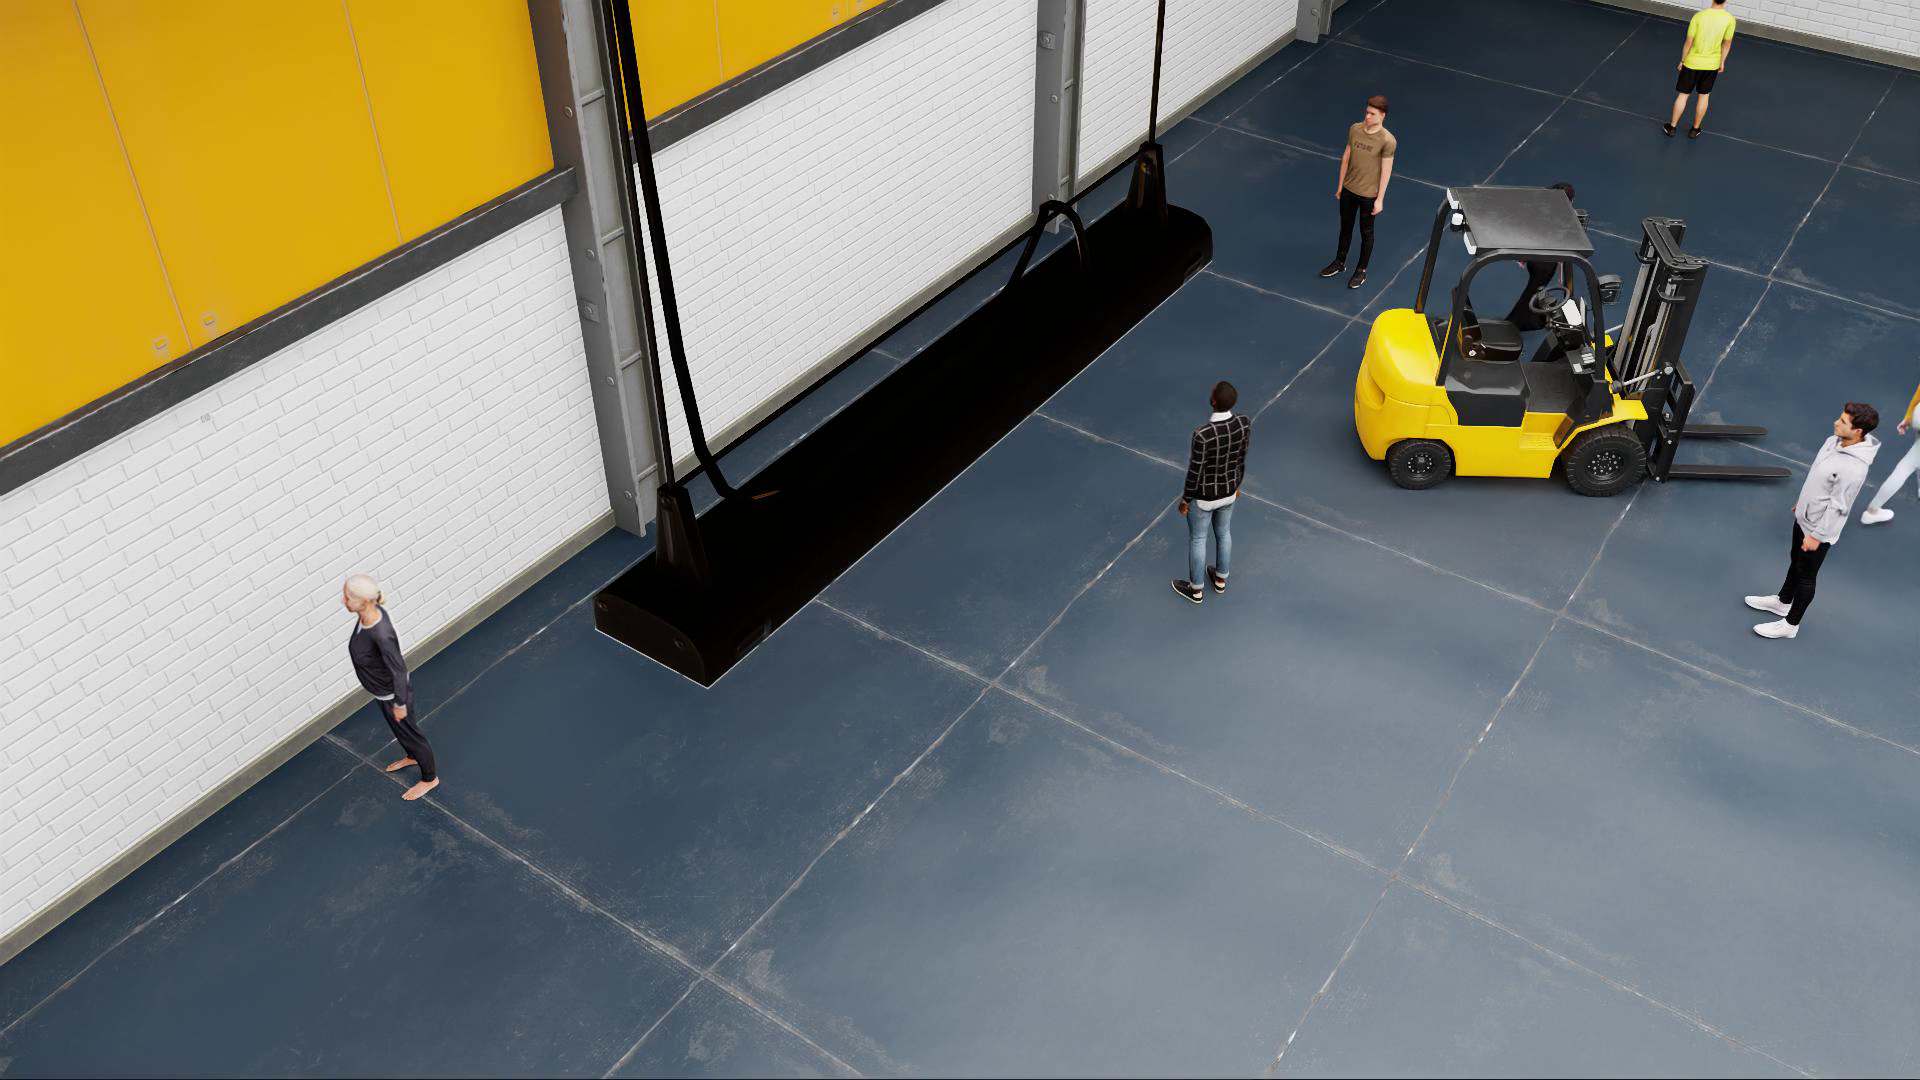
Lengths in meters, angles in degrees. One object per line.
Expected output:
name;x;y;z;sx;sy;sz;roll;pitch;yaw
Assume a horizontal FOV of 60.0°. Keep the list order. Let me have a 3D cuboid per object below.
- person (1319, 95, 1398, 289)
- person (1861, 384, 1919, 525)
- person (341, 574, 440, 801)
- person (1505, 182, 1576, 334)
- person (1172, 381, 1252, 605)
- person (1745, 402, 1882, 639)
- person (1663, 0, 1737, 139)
person;3.753;-3.264;15.495;0.696;1.852;0.621;32;48;33
person;7.245;-0.815;12.543;1.158;1.709;0.998;-12;40;-14
person;-3.567;0.890;10.394;0.642;1.726;0.681;-23;44;-26
person;5.034;-2.358;14.602;1.120;1.550;0.991;-11;40;-13
person;1.812;-0.341;11.860;0.663;1.821;0.805;-19;42;-22
person;5.968;-0.147;11.529;0.827;1.931;0.697;6;39;8
person;8.059;-5.203;18.037;0.684;1.709;0.649;10;40;13
